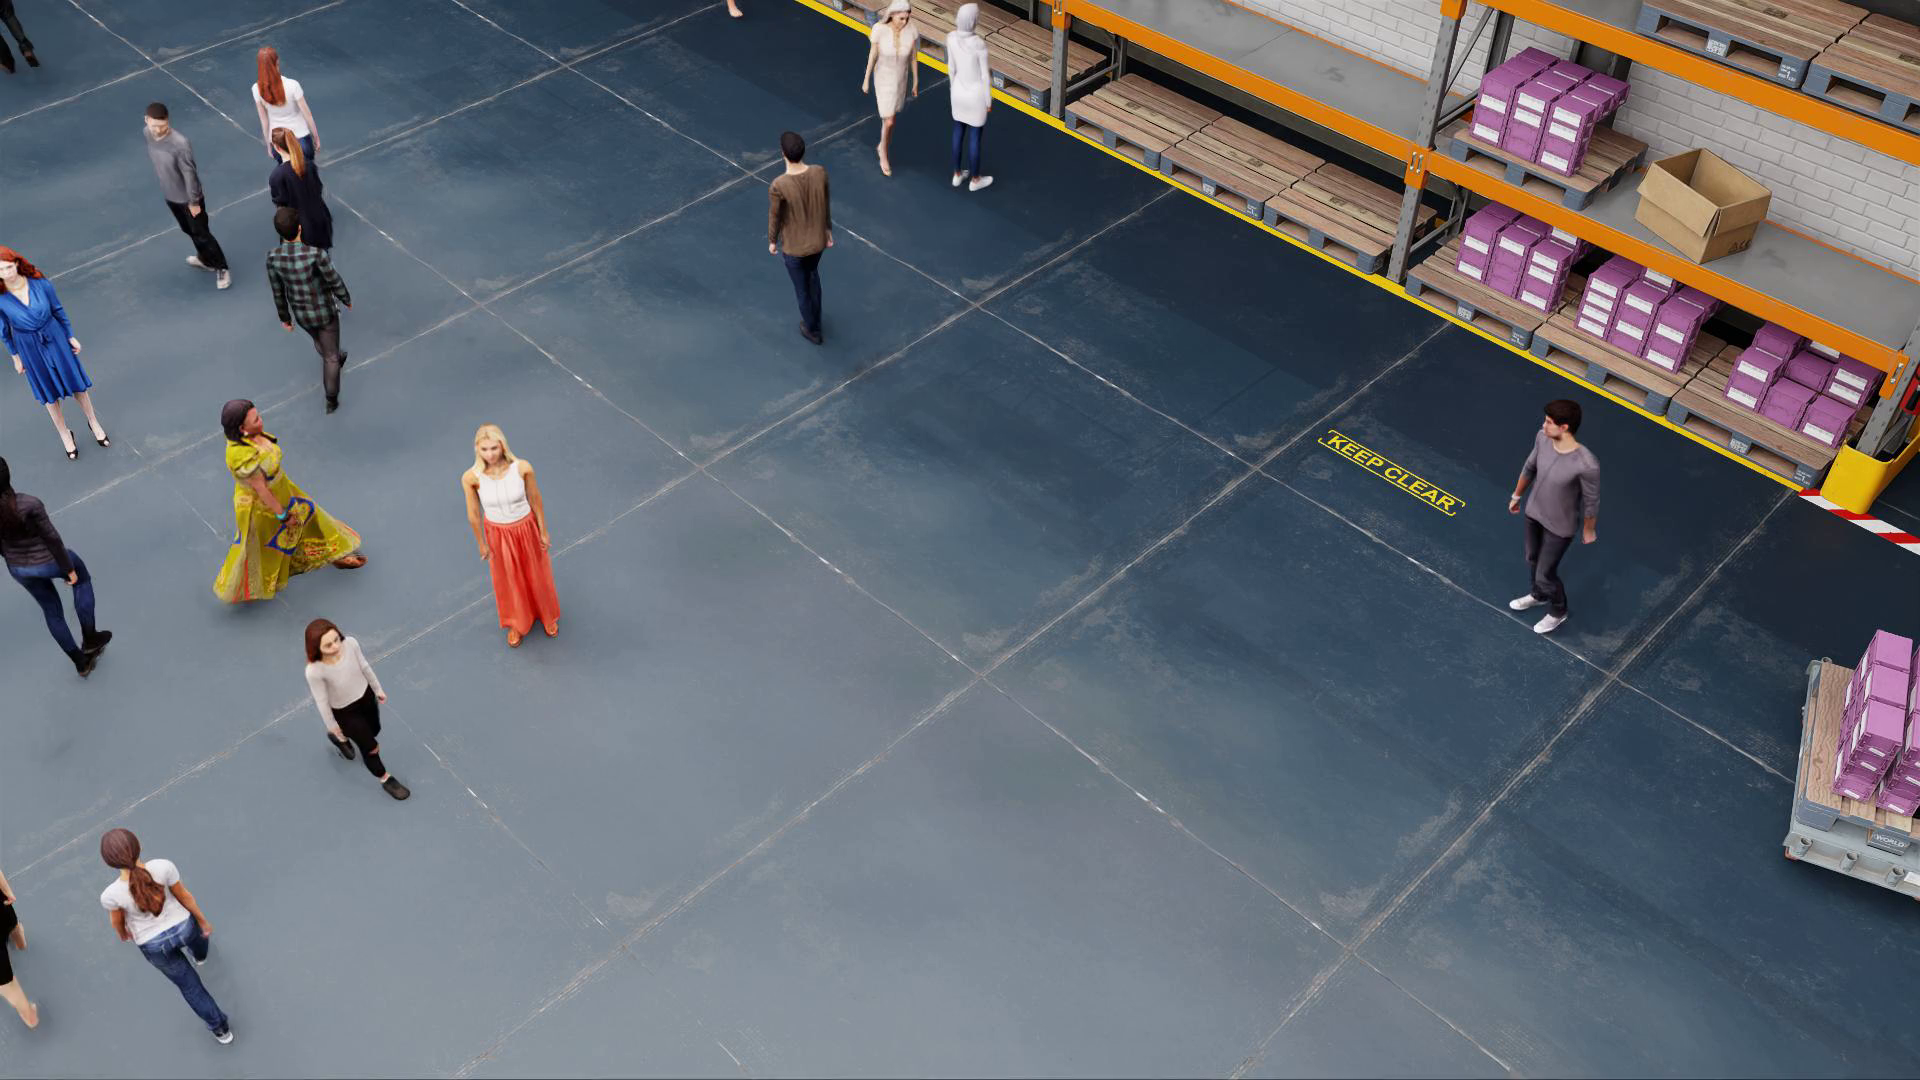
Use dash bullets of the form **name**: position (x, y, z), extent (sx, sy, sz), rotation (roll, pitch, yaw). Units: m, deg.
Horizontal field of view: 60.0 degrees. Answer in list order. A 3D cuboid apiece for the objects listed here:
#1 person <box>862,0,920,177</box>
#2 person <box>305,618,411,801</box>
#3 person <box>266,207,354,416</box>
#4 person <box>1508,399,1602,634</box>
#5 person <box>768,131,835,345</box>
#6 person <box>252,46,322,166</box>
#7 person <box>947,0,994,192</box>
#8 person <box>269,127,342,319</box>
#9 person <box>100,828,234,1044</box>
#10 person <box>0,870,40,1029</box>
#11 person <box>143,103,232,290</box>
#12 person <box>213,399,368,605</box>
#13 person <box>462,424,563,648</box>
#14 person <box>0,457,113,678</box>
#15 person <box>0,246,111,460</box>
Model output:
- **person**: position (-0.655, -4.230, 15.322), extent (0.785, 1.703, 0.801), rotation (-13, 45, -13)
- **person**: position (-3.713, 0.964, 10.040), extent (0.933, 1.469, 0.703), rotation (21, 48, 21)
- **person**: position (-5.024, -1.732, 12.881), extent (1.112, 1.684, 1.118), rotation (2, 44, 3)
- **person**: position (3.976, -0.158, 10.967), extent (0.874, 1.815, 0.728), rotation (-28, 50, -26)
- **person**: position (-1.203, -2.341, 13.217), extent (0.706, 1.873, 0.707), rotation (-26, 50, -25)
- **person**: position (-5.814, -3.406, 14.442), extent (0.725, 1.725, 0.774), rotation (-10, 45, -10)
- **person**: position (0.079, -4.001, 15.030), extent (0.517, 1.775, 0.702), rotation (27, 50, 26)
- **person**: position (-5.270, -2.537, 13.570), extent (0.648, 1.668, 0.653), rotation (24, 49, 23)
- **person**: position (-4.158, 2.125, 8.781), extent (0.577, 1.525, 1.015), rotation (-31, 51, -28)
- **person**: position (-5.273, 2.005, 8.864), extent (0.610, 1.585, 1.081), rotation (-31, 52, -28)
- **person**: position (-6.522, -2.934, 13.931), extent (0.585, 1.746, 0.912), rotation (31, 52, 29)
- **person**: position (-4.744, -0.216, 11.176), extent (1.227, 1.611, 1.293), rotation (-9, 44, -9)
- **person**: position (-2.923, -0.050, 10.863), extent (0.718, 1.802, 0.731), rotation (-13, 45, -13)
- **person**: position (-5.898, 0.240, 10.611), extent (0.784, 1.731, 0.840), rotation (-2, 44, -2)
- **person**: position (-6.728, -1.391, 12.253), extent (0.652, 1.827, 0.618), rotation (-26, 50, -25)
